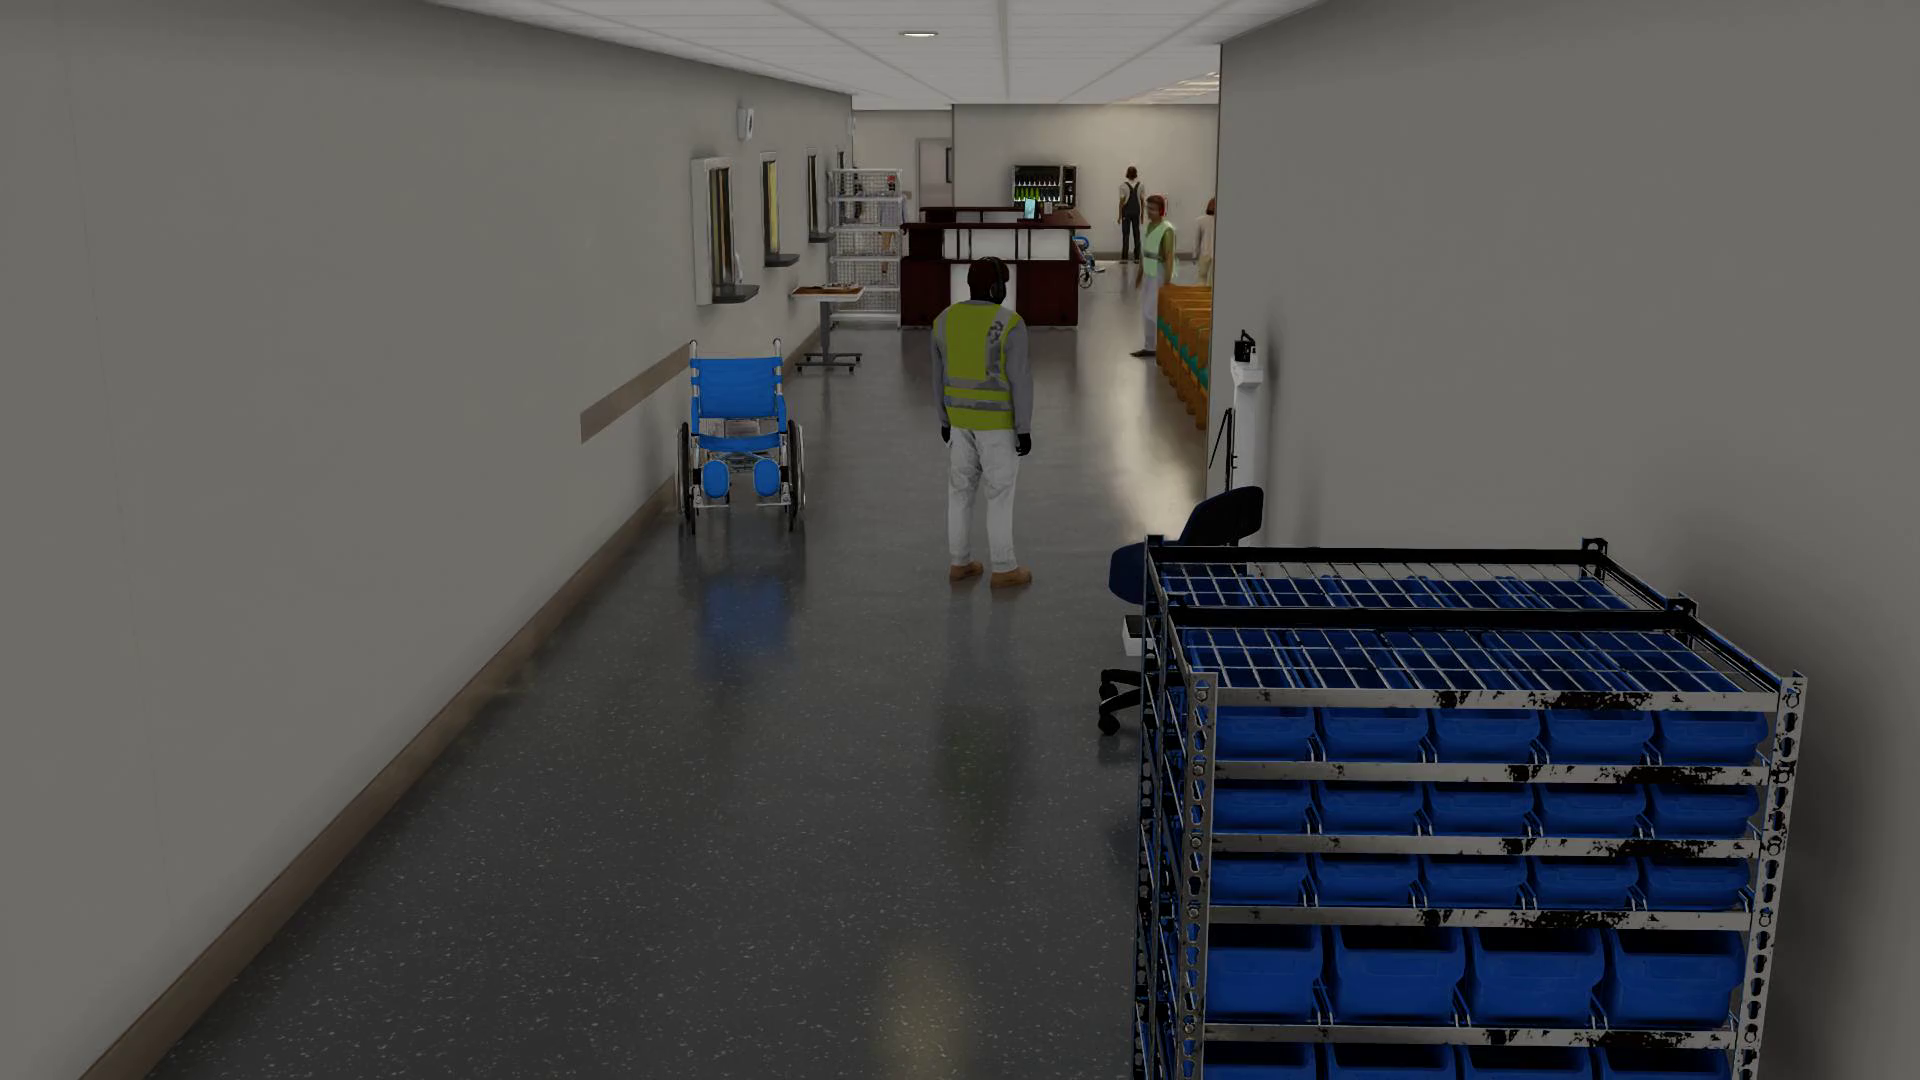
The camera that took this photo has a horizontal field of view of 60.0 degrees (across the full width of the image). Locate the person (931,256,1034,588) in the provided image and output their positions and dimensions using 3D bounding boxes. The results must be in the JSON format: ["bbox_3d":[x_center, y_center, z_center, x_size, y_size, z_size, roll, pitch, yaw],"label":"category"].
[{"bbox_3d":[0.149,-0.654,9.296,0.633,1.841,0.429,10,17,35],"label":"person"}]

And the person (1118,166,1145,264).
[{"bbox_3d":[3.271,-6.208,31.818,0.513,1.845,0.334,-3,14,-12],"label":"person"}]

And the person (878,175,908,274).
[{"bbox_3d":[-1.204,-5.619,29.648,0.563,1.742,0.361,0,14,2],"label":"person"}]

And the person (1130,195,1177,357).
[{"bbox_3d":[2.229,-2.950,18.662,0.488,1.822,0.602,-4,14,-16],"label":"person"}]
